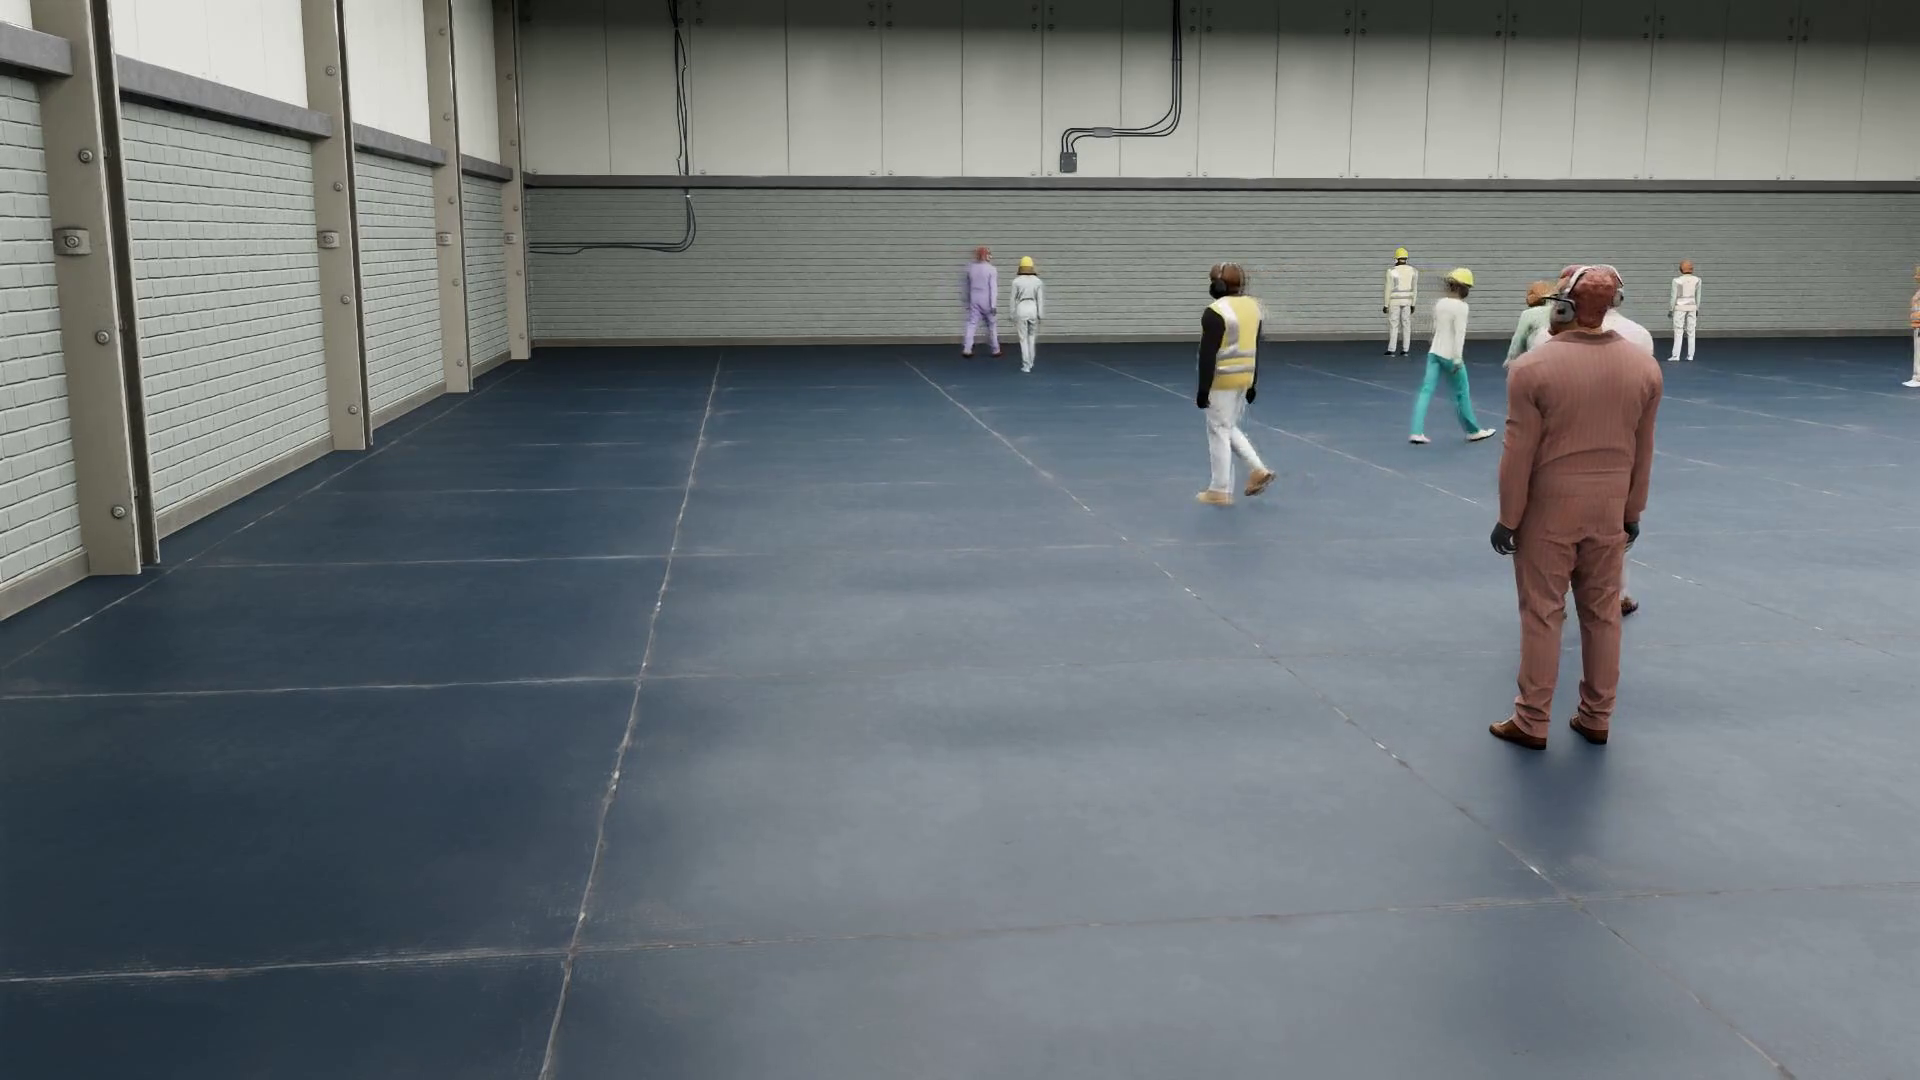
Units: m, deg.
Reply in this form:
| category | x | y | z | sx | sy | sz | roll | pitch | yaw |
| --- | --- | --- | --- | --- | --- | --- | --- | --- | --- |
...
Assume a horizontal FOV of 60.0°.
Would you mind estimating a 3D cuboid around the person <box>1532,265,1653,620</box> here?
| category | x | y | z | sx | sy | sz | roll | pitch | yaw |
| --- | --- | --- | --- | --- | --- | --- | --- | --- | --- |
| person | 3.341 | -0.499 | 8.771 | 0.666 | 1.868 | 0.854 | 9 | 14 | 40 |

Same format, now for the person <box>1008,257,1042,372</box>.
| category | x | y | z | sx | sy | sz | roll | pitch | yaw |
| --- | --- | --- | --- | --- | --- | --- | --- | --- | --- |
| person | 0.965 | -3.418 | 25.198 | 0.489 | 1.723 | 0.658 | -4 | 11 | -19 |

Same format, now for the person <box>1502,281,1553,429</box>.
| category | x | y | z | sx | sy | sz | roll | pitch | yaw |
| --- | --- | --- | --- | --- | --- | --- | --- | --- | --- |
| person | 5.794 | -1.790 | 16.645 | 0.515 | 1.578 | 0.890 | -5 | 11 | -25 |

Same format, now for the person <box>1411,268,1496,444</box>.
| category | x | y | z | sx | sy | sz | roll | pitch | yaw |
| --- | --- | --- | --- | --- | --- | --- | --- | --- | --- |
| person | 4.816 | -1.789 | 16.261 | 0.912 | 1.702 | 0.545 | -4 | 11 | -20 |

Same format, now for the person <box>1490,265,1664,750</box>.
| category | x | y | z | sx | sy | sz | roll | pitch | yaw |
| --- | --- | --- | --- | --- | --- | --- | --- | --- | --- |
| person | 2.405 | -0.120 | 6.587 | 0.643 | 1.913 | 0.408 | -2 | 11 | -12 |

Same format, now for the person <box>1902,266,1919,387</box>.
| category | x | y | z | sx | sy | sz | roll | pitch | yaw |
| --- | --- | --- | --- | --- | --- | --- | --- | --- | --- |
| person | 12.980 | -2.879 | 22.460 | 0.310 | 1.636 | 0.523 | 4 | 11 | 22 |

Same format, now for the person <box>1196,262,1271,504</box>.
| category | x | y | z | sx | sy | sz | roll | pitch | yaw |
| --- | --- | --- | --- | --- | --- | --- | --- | --- | --- |
| person | 2.031 | -1.173 | 12.581 | 0.493 | 1.832 | 0.628 | 8 | 13 | 39 |

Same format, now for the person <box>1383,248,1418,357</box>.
| category | x | y | z | sx | sy | sz | roll | pitch | yaw |
| --- | --- | --- | --- | --- | --- | --- | --- | --- | --- |
| person | 7.444 | -4.021 | 28.185 | 0.600 | 1.832 | 0.404 | -3 | 11 | -15 |

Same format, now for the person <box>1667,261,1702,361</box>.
| category | x | y | z | sx | sy | sz | roll | pitch | yaw |
| --- | --- | --- | --- | --- | --- | --- | --- | --- | --- |
| person | 11.790 | -3.720 | 27.069 | 0.514 | 1.640 | 0.310 | -1 | 10 | -5 |

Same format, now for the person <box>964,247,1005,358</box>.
| category | x | y | z | sx | sy | sz | roll | pitch | yaw |
| --- | --- | --- | --- | --- | --- | --- | --- | --- | --- |
| person | 0.378 | -3.965 | 27.829 | 0.659 | 1.860 | 0.980 | 7 | 13 | 34 |
